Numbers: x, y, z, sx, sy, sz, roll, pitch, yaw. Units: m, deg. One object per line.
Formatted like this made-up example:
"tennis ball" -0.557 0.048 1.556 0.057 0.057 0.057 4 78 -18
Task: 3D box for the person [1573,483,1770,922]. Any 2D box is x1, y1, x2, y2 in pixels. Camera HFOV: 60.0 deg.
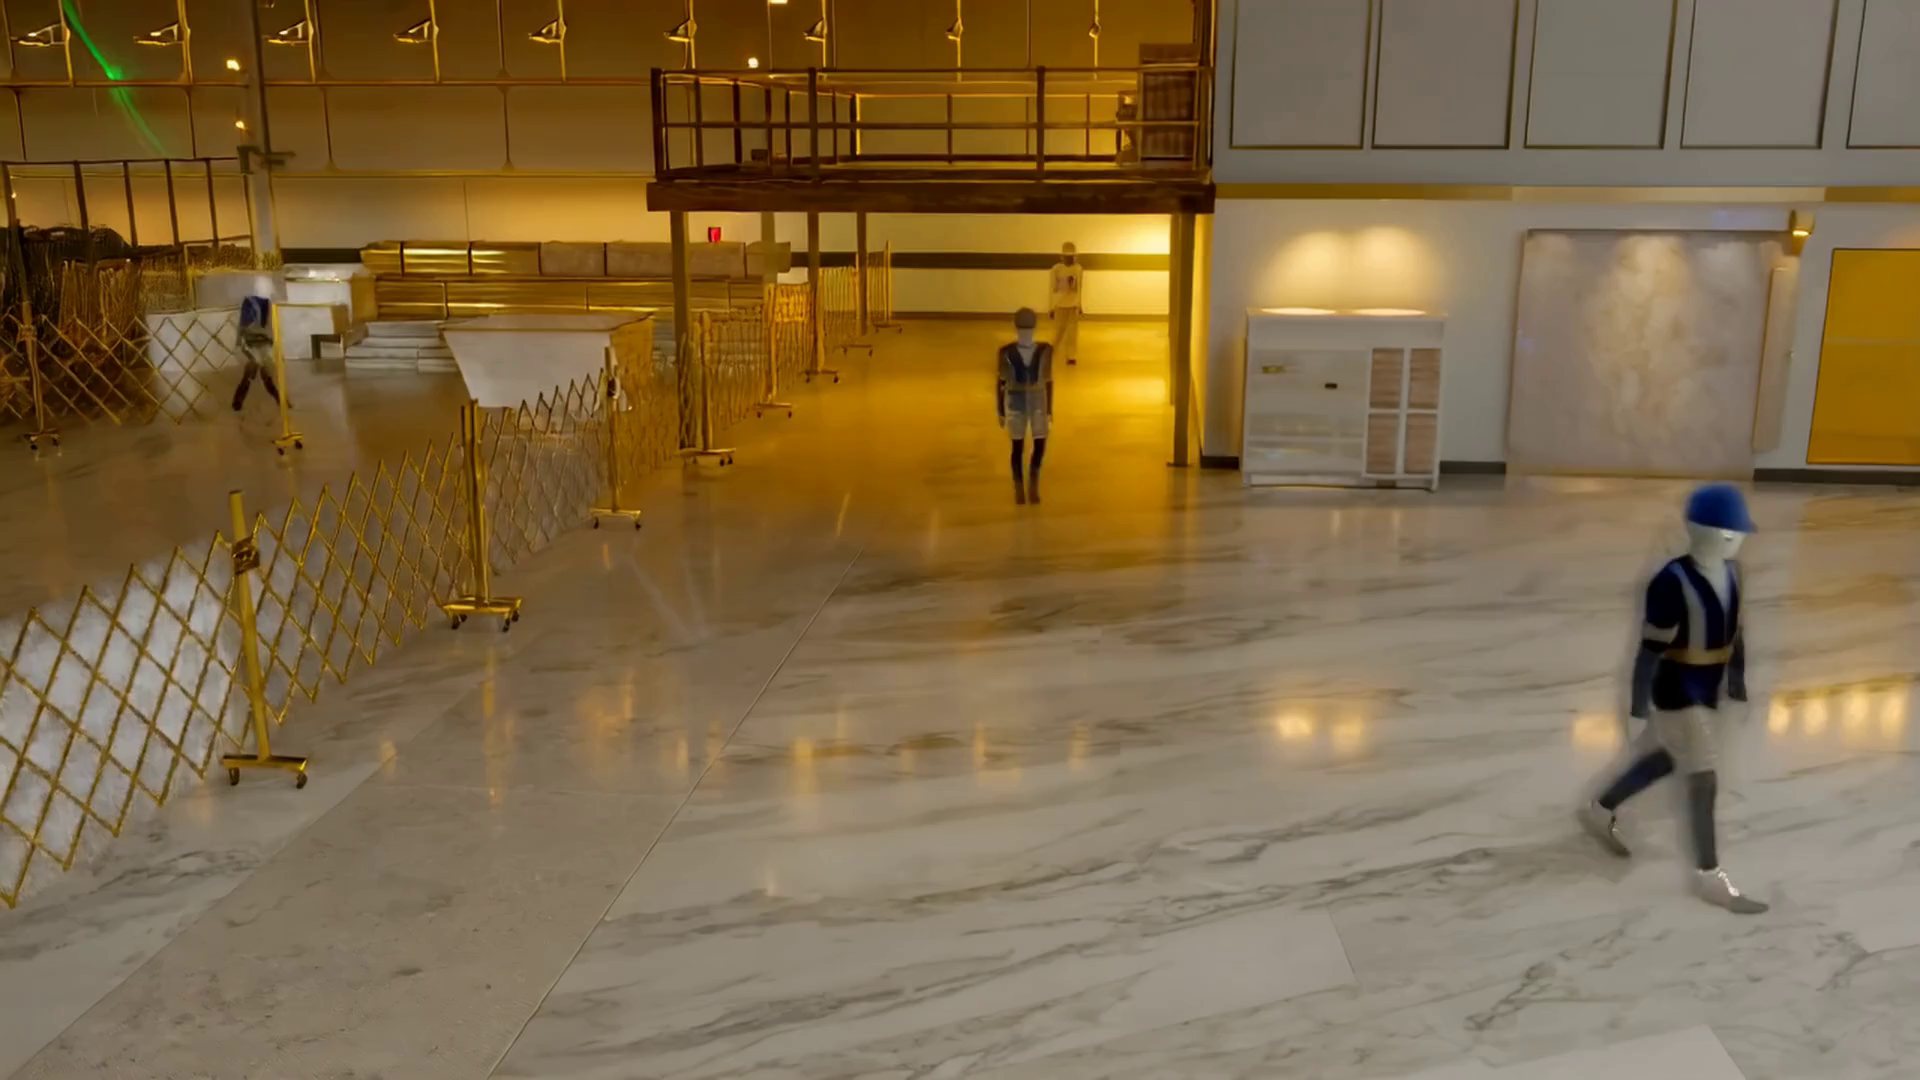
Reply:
"person" 3.380 0.689 7.824 0.633 2.004 1.030 -11 17 -37

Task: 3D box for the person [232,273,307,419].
"person" -8.796 -2.424 20.910 0.967 1.814 0.646 0 14 -1

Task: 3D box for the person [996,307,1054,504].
"person" 0.633 -1.280 16.023 0.581 1.917 0.474 -1 14 -5

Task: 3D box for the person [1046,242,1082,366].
"person" 1.617 -3.674 25.842 0.588 1.912 0.591 -8 16 -29
